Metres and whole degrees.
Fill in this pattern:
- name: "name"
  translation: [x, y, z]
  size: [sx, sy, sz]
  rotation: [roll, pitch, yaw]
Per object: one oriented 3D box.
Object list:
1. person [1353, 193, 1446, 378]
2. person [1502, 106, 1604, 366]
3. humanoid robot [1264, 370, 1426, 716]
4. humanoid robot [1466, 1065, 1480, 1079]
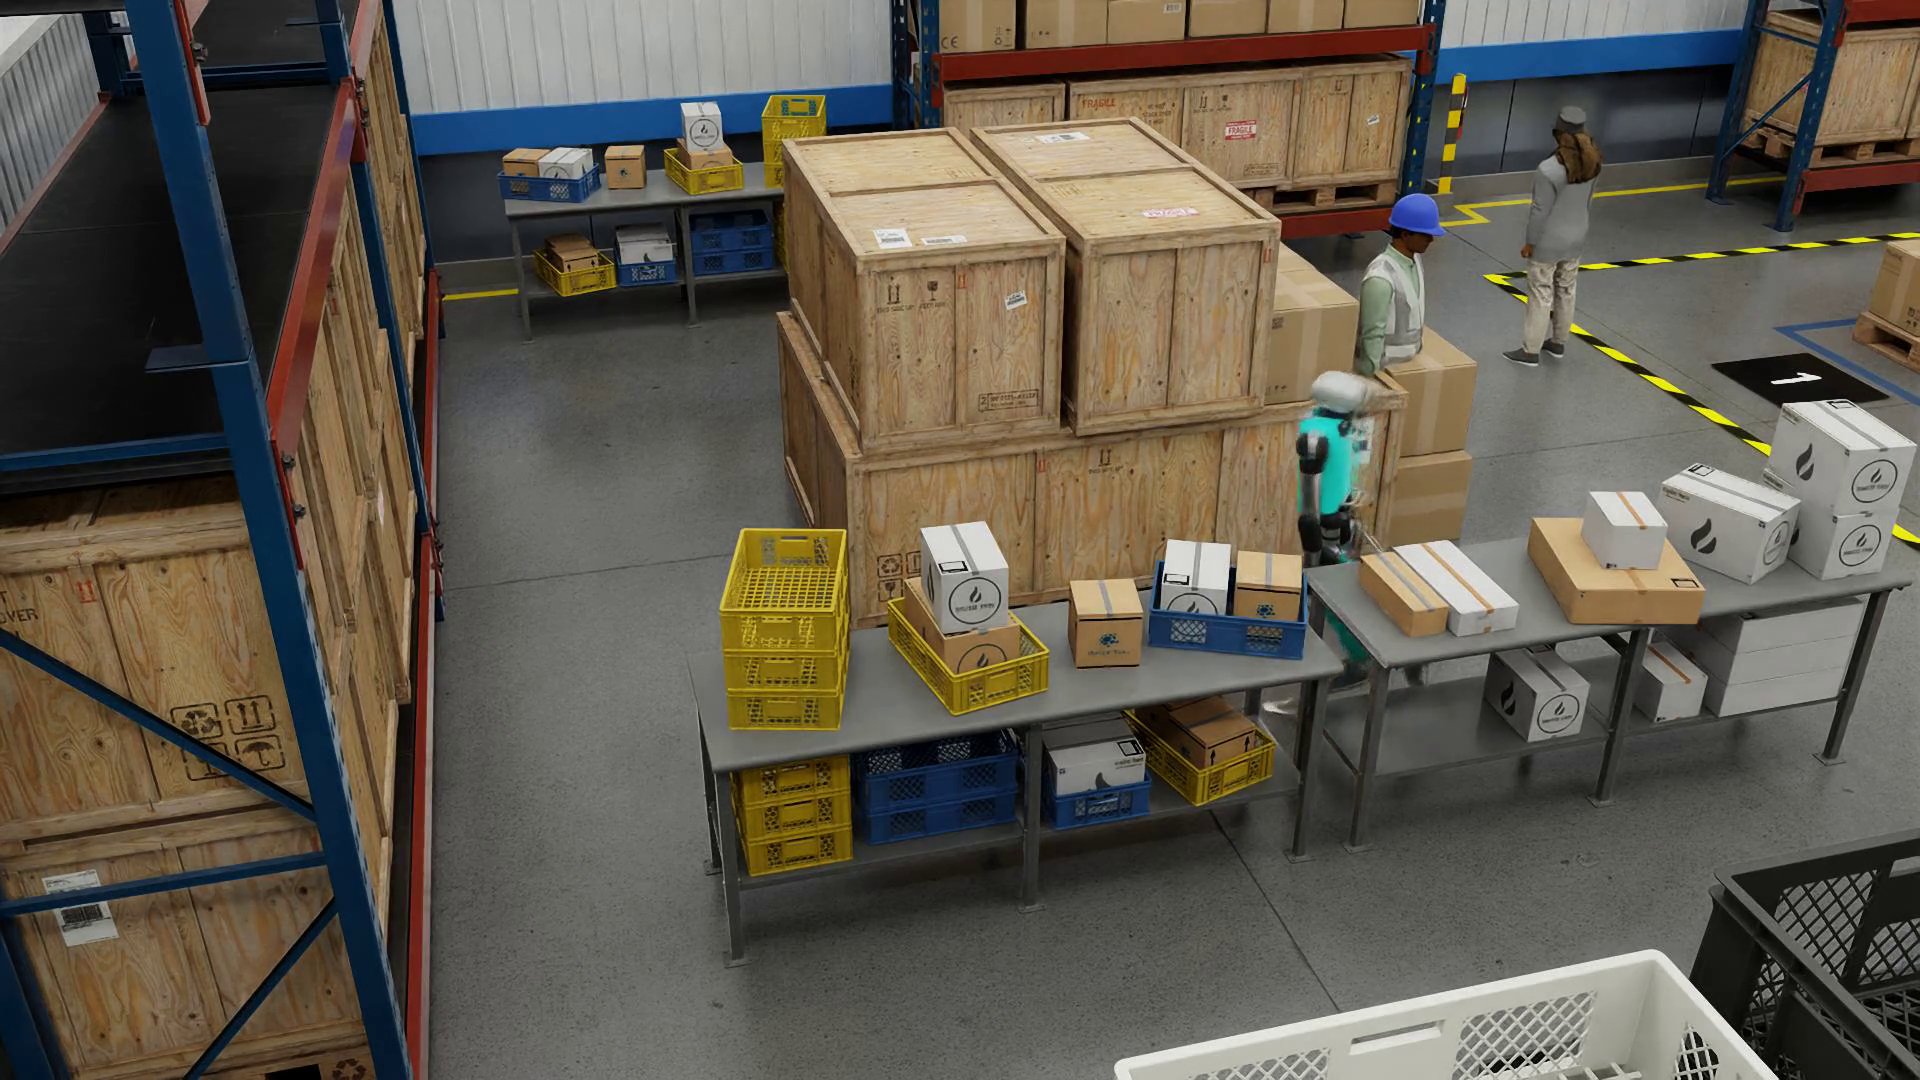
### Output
- name: "person"
  translation: [2.343, -0.955, 9.124]
  size: [0.411, 1.939, 0.602]
  rotation: [18, 33, 29]
- name: "person"
  translation: [4.036, -2.046, 11.282]
  size: [0.564, 1.760, 0.407]
  rotation: [-16, 33, -27]
- name: "humanoid robot"
  translation: [1.872, 0.160, 7.349]
  size: [0.906, 1.806, 0.548]
  rotation: [13, 31, 22]
- name: "humanoid robot"
  translation: [0.981, 1.889, 4.062]
  size: [0.712, 1.702, 0.530]
  rotation: [15, 32, 26]
